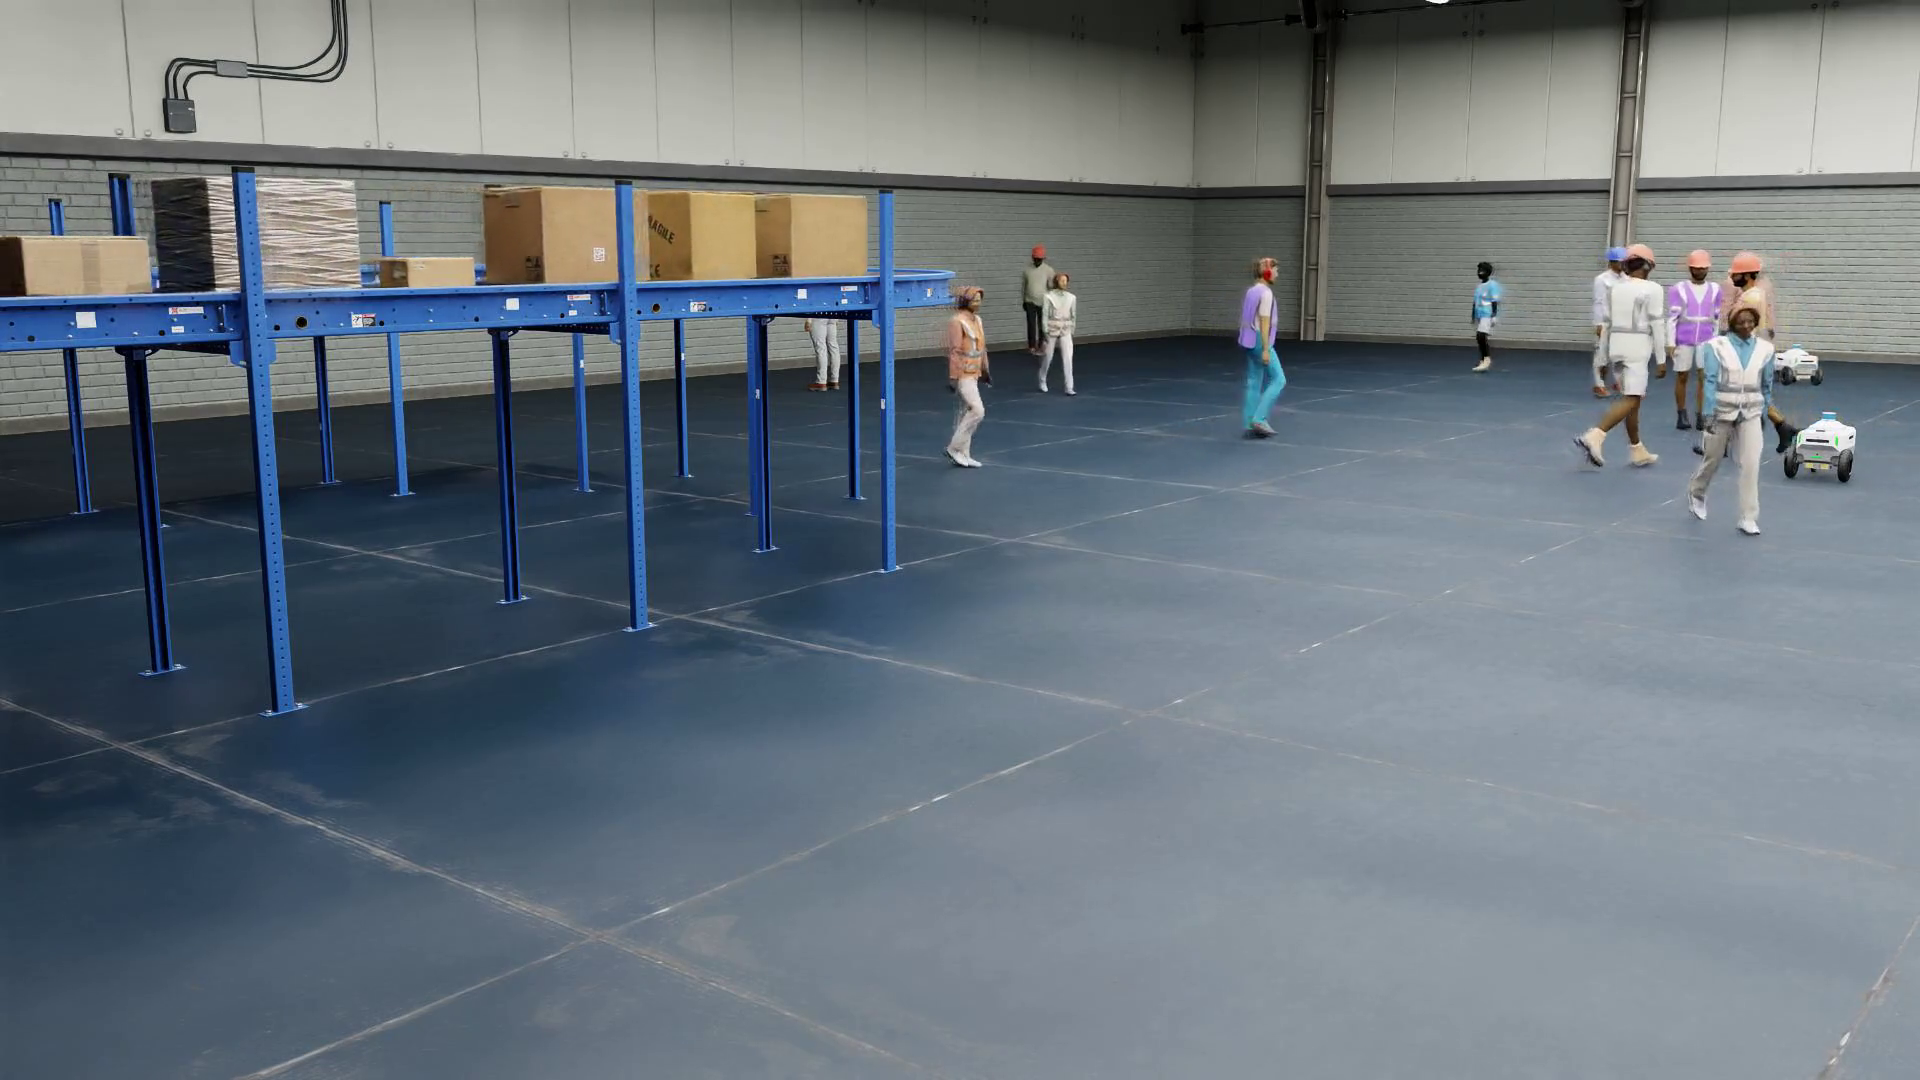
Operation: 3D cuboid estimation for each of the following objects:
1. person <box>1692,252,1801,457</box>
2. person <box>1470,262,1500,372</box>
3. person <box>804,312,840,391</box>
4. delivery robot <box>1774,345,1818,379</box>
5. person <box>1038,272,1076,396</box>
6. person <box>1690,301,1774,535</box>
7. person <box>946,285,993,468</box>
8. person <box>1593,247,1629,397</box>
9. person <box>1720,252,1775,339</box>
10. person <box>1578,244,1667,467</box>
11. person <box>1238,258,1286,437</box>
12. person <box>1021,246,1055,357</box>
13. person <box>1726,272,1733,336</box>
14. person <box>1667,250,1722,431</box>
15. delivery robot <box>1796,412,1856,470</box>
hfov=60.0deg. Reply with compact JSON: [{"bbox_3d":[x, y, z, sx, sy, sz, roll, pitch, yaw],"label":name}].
[{"bbox_3d":[7.404,-1.724,15.528,0.823,1.912,0.555,6,12,31],"label":"person"},{"bbox_3d":[8.007,-3.413,25.491,0.404,1.678,0.557,-3,11,-16],"label":"person"},{"bbox_3d":[-1.857,-2.983,22.430,0.376,1.931,0.629,9,13,40],"label":"person"},{"bbox_3d":[11.850,-2.527,23.574,0.477,0.478,0.707,1,10,3],"label":"delivery robot"},{"bbox_3d":[1.275,-2.735,21.951,0.505,1.608,0.813,-3,11,-17],"label":"person"},{"bbox_3d":[5.434,-0.887,11.715,0.503,1.604,0.776,1,10,6],"label":"person"},{"bbox_3d":[0.085,-1.440,14.740,0.374,1.624,0.524,3,11,17],"label":"person"},{"bbox_3d":[8.413,-2.785,21.328,0.652,1.923,0.658,-4,11,-19],"label":"person"},{"bbox_3d":[10.293,-2.818,21.733,0.661,1.862,0.985,-3,11,-14],"label":"person"},{"bbox_3d":[5.892,-1.633,14.801,0.913,1.991,0.652,-4,11,-22],"label":"person"},{"bbox_3d":[3.109,-1.959,17.020,0.497,1.828,0.607,-1,10,-7],"label":"person"},{"bbox_3d":[1.362,-4.149,28.976,0.622,1.901,1.112,2,10,10],"label":"person"},{"bbox_3d":[11.558,-3.232,24.715,0.504,1.610,0.735,-10,14,-43],"label":"person"},{"bbox_3d":[7.788,-2.102,17.612,0.563,1.901,0.859,2,10,9],"label":"person"},{"bbox_3d":[7.462,-0.857,14.320,0.477,0.478,0.707,8,13,38],"label":"delivery robot"}]
